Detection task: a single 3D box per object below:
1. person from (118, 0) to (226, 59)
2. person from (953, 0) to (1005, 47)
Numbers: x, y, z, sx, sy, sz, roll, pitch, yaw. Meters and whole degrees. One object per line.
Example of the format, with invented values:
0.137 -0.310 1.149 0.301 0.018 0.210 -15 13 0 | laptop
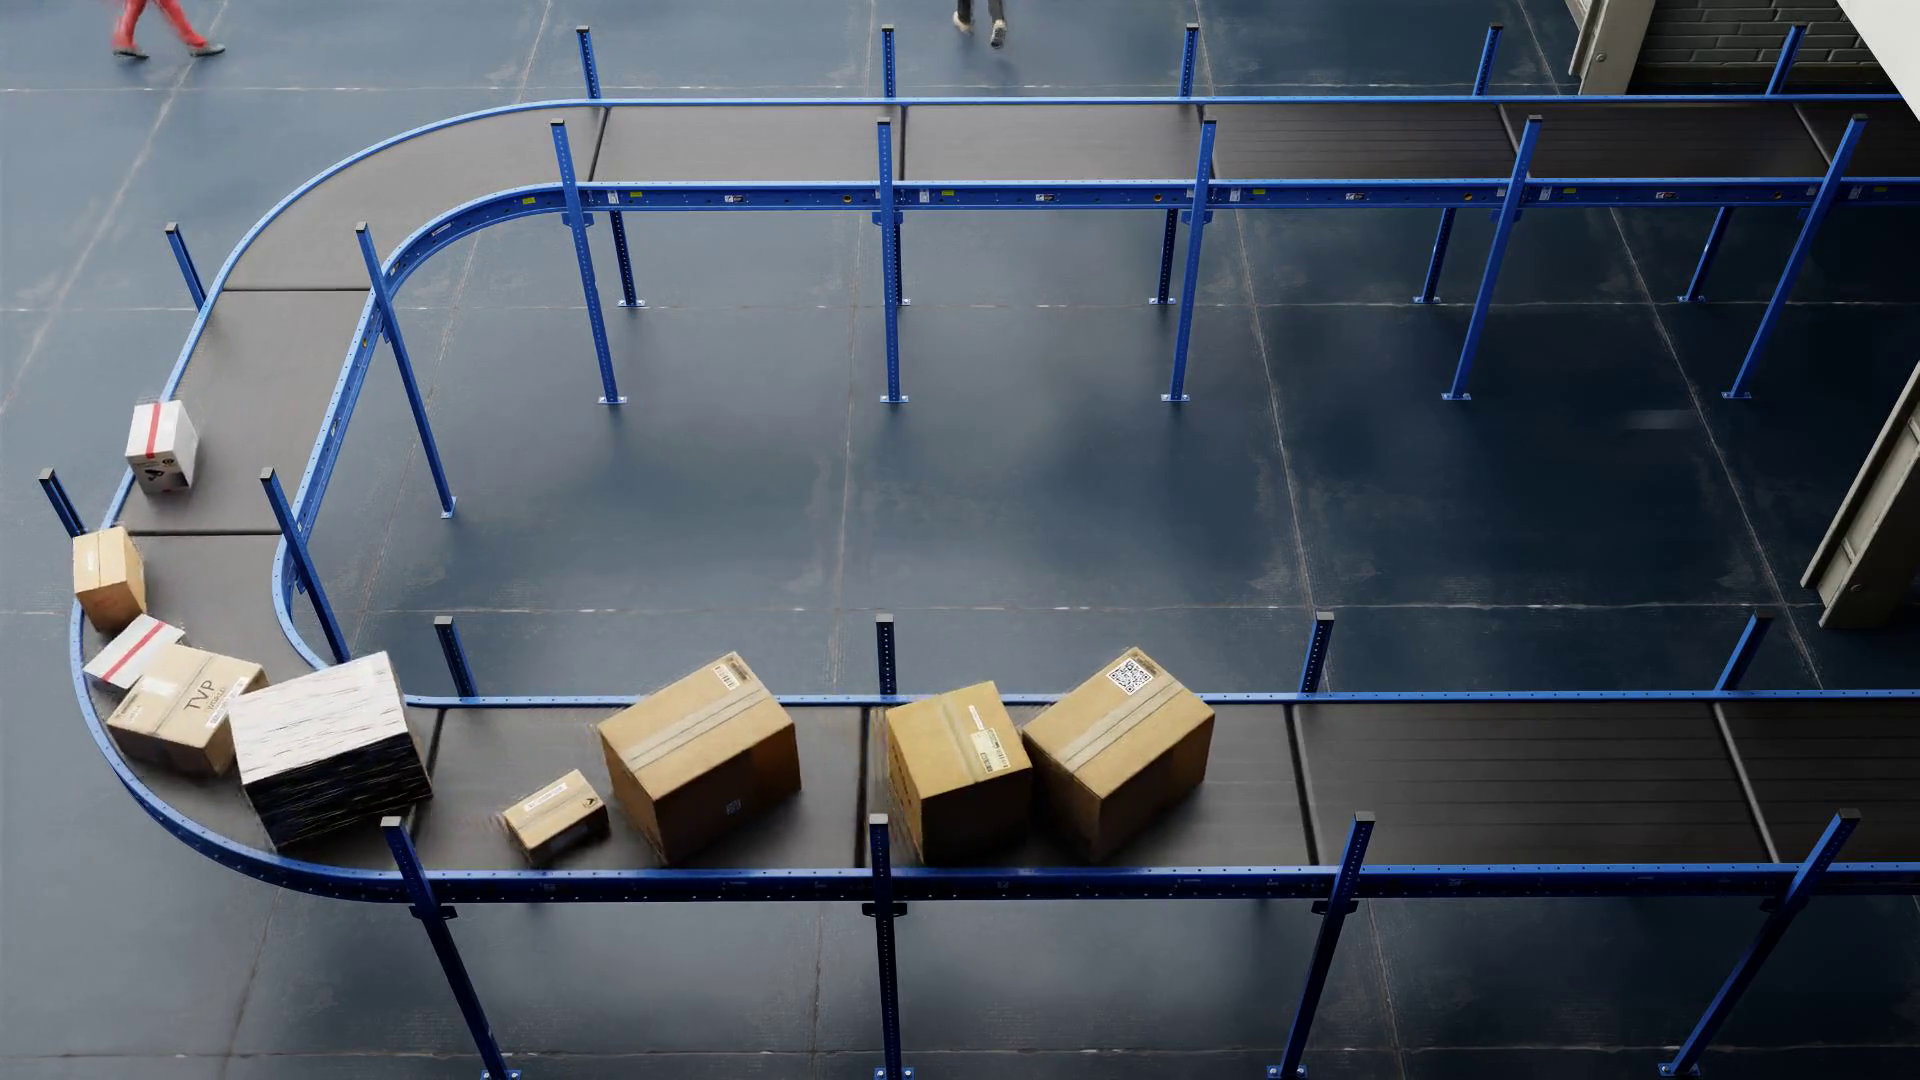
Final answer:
-7.034 -4.901 14.672 0.890 1.724 0.534 -13 48 -12 | person
0.162 -5.143 14.827 0.524 1.826 0.750 -17 49 -16 | person
